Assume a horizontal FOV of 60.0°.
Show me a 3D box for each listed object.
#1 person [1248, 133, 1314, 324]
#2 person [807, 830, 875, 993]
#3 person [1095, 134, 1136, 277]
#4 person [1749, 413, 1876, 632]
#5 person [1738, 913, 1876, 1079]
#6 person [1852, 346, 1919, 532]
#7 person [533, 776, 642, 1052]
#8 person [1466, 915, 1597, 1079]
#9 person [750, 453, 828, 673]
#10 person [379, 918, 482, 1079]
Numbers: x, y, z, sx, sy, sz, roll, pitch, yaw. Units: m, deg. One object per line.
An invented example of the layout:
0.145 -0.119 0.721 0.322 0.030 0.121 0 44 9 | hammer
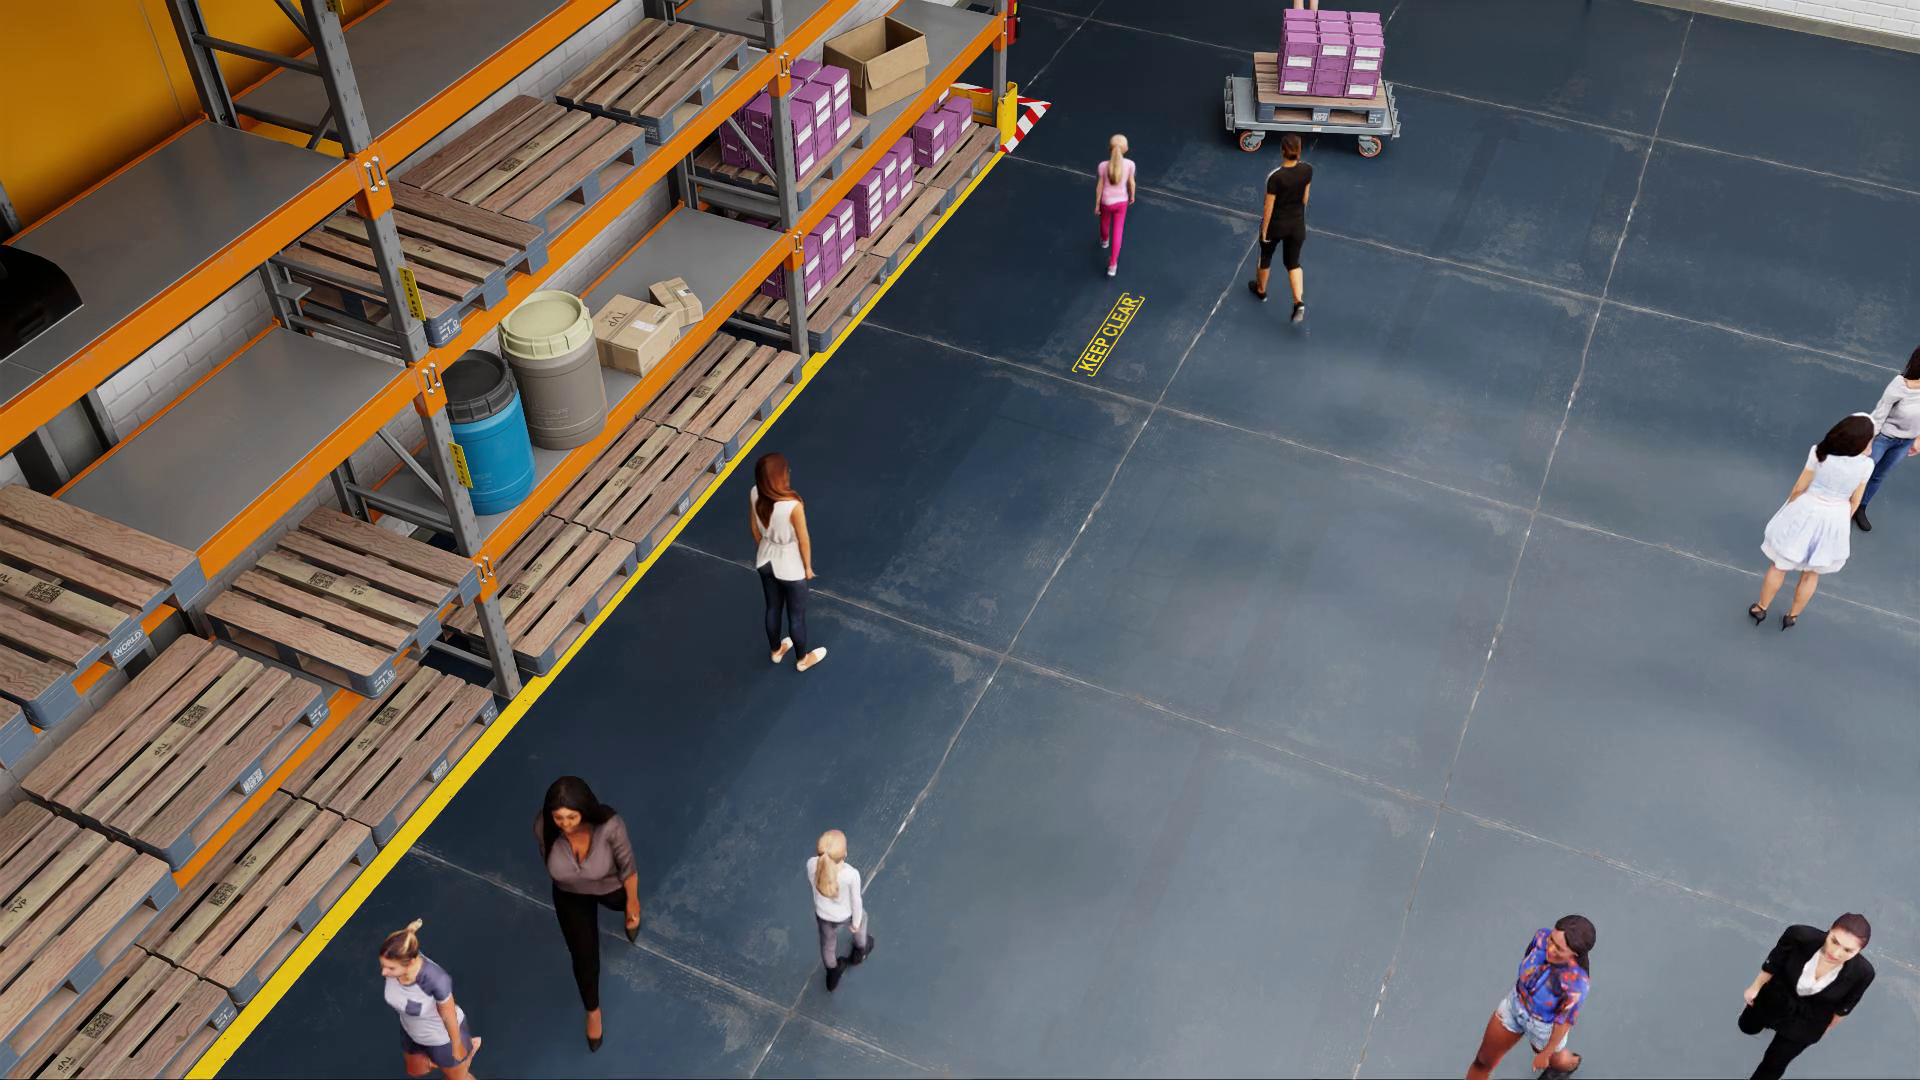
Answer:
2.707 -2.549 13.693 0.966 1.641 1.073 -11 45 -11 | person
-0.700 2.066 9.120 0.546 1.266 0.656 10 45 11 | person
1.333 -2.875 14.324 0.739 1.242 0.959 0 44 0 | person
5.642 -0.101 10.994 0.686 1.818 0.700 19 47 19 | person
4.309 2.351 8.549 0.784 1.641 1.005 33 52 30 | person
6.567 -0.720 11.776 0.679 1.636 0.698 -7 44 -7 | person
-1.957 1.809 9.015 1.043 1.782 1.274 -3 44 -3 | person
2.995 2.424 8.438 1.180 1.688 1.097 -16 46 -16 | person
-1.154 0.161 10.743 0.603 1.785 0.552 24 48 23 | person
-2.630 2.427 8.490 0.581 1.611 0.668 21 47 20 | person
